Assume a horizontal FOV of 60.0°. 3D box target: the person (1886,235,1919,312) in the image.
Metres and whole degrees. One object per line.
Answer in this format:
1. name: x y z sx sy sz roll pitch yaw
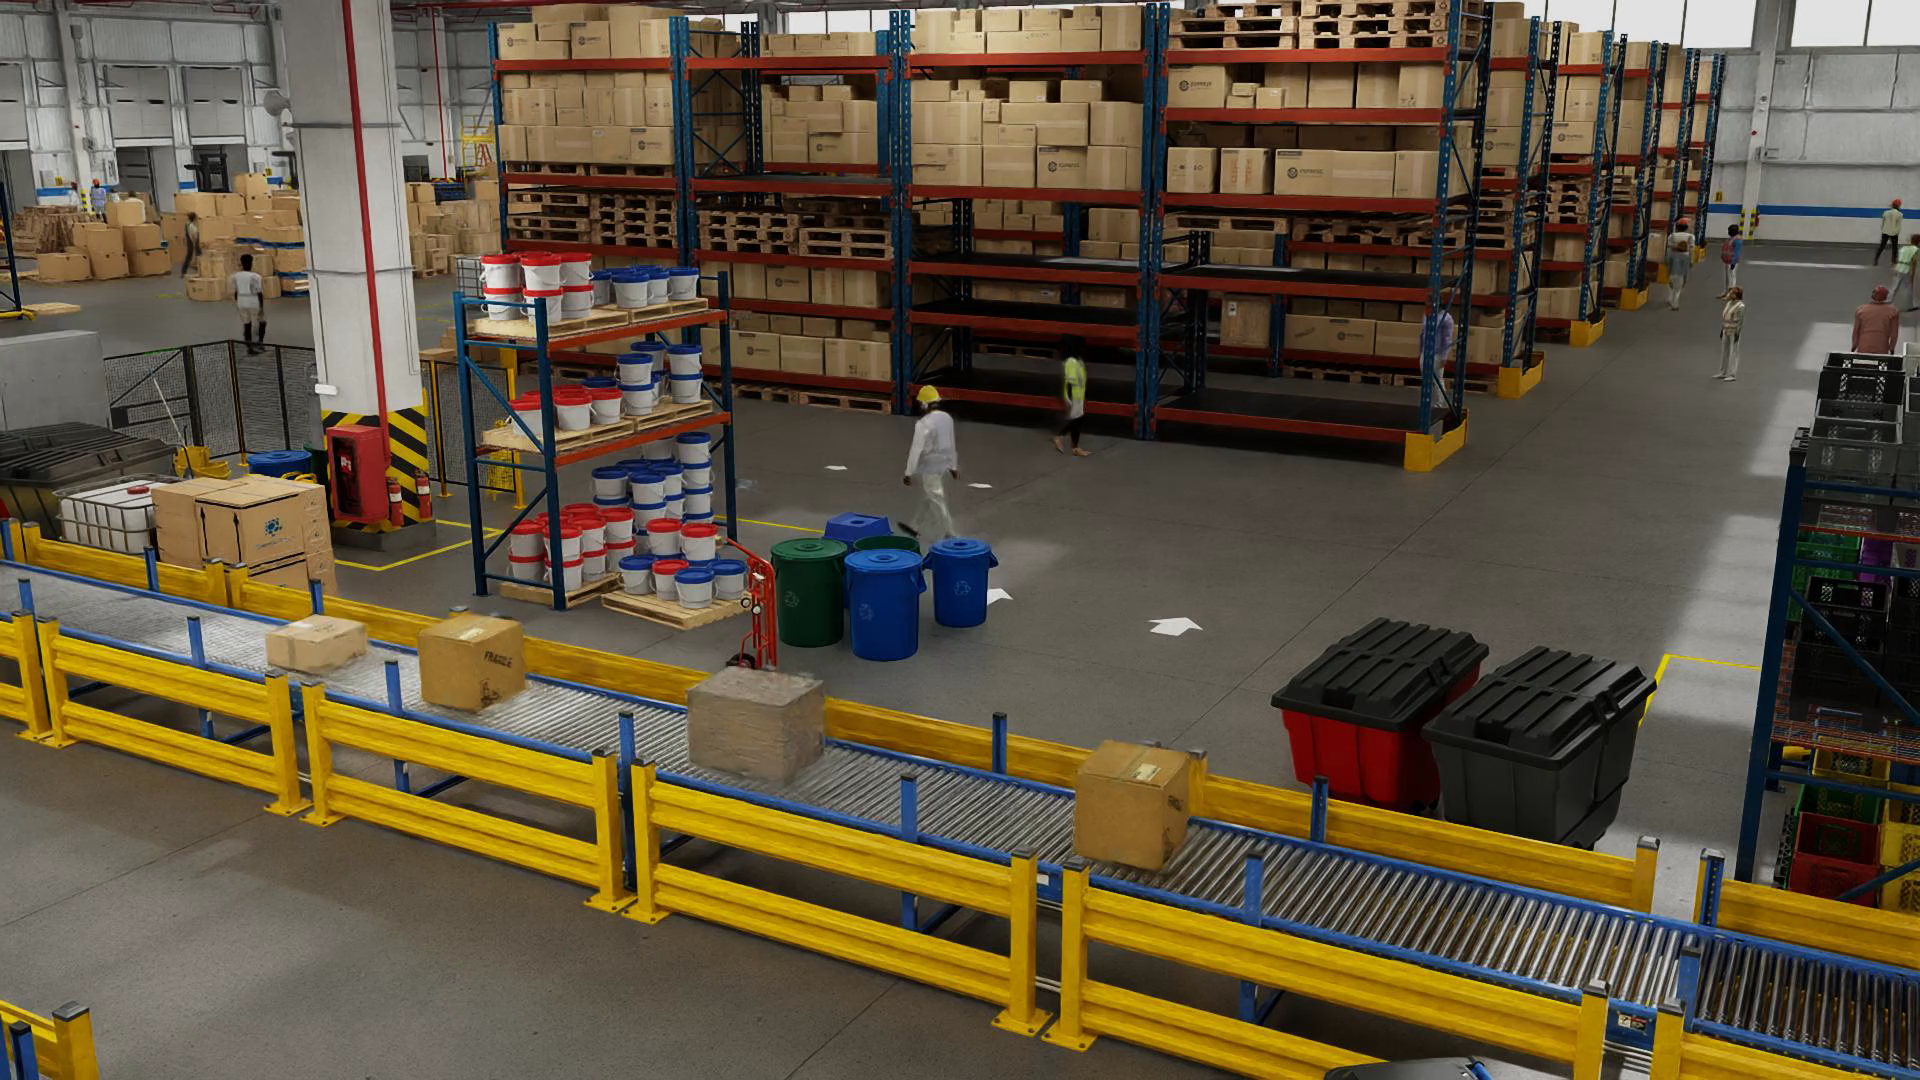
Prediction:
1. person: 21.730 -6.116 38.198 0.983 1.776 0.697 -4 15 -14

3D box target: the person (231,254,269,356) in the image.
1. person: -13.544 -4.492 31.781 0.608 1.949 0.505 1 15 4

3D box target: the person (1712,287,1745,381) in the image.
1. person: 13.449 -3.596 29.000 0.309 1.639 0.514 -3 15 -10

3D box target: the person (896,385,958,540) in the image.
1. person: -0.364 -0.805 18.218 0.925 1.782 0.637 9 18 32

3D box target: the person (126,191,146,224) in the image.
1. person: -26.996 -10.474 54.415 0.641 1.876 1.102 -9 17 -31

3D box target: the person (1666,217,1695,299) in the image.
1. person: 17.418 -6.784 40.269 0.625 2.016 0.854 6 16 22

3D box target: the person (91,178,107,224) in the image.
1. person: -31.748 -12.350 61.332 0.544 1.939 0.354 -2 15 -7

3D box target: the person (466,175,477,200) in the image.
1. person: -19.227 -13.451 65.608 1.012 1.889 0.636 -11 19 -37

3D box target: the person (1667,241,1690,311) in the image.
1. person: 16.634 -6.109 38.477 0.402 1.617 0.533 -9 17 -29

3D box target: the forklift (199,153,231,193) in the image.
1. forklift: -27.440 -12.865 61.464 1.873 2.768 1.129 8 17 28

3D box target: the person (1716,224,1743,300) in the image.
1. person: 18.782 -6.770 40.550 0.429 1.840 0.624 2 15 7

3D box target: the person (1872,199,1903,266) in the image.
1. person: 27.266 -9.022 48.802 0.982 1.960 0.624 -10 18 -34

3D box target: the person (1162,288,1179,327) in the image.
1. person: 4.479 -5.467 35.533 0.653 1.911 0.405 -14 20 -42

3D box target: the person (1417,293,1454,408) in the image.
1. person: 7.280 -2.847 25.605 0.365 1.939 0.636 -7 17 -26

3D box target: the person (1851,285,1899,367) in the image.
1. person: 14.662 -3.120 26.684 0.651 1.913 0.410 9 17 30

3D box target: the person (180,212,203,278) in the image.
1. person: -20.953 -8.056 45.474 0.959 1.803 0.537 -14 21 -43

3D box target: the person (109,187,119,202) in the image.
1. person: -31.541 -12.408 62.210 0.857 1.600 0.511 -4 15 -15

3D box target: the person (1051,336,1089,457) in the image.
1. person: 1.547 -1.962 22.747 0.424 1.683 0.550 6 16 20

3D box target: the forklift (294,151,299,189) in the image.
1. forklift: -25.337 -13.682 64.535 1.873 2.768 1.129 1 15 2

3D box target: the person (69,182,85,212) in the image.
1. person: -31.996 -12.039 60.331 0.927 1.842 0.578 -9 17 -31
